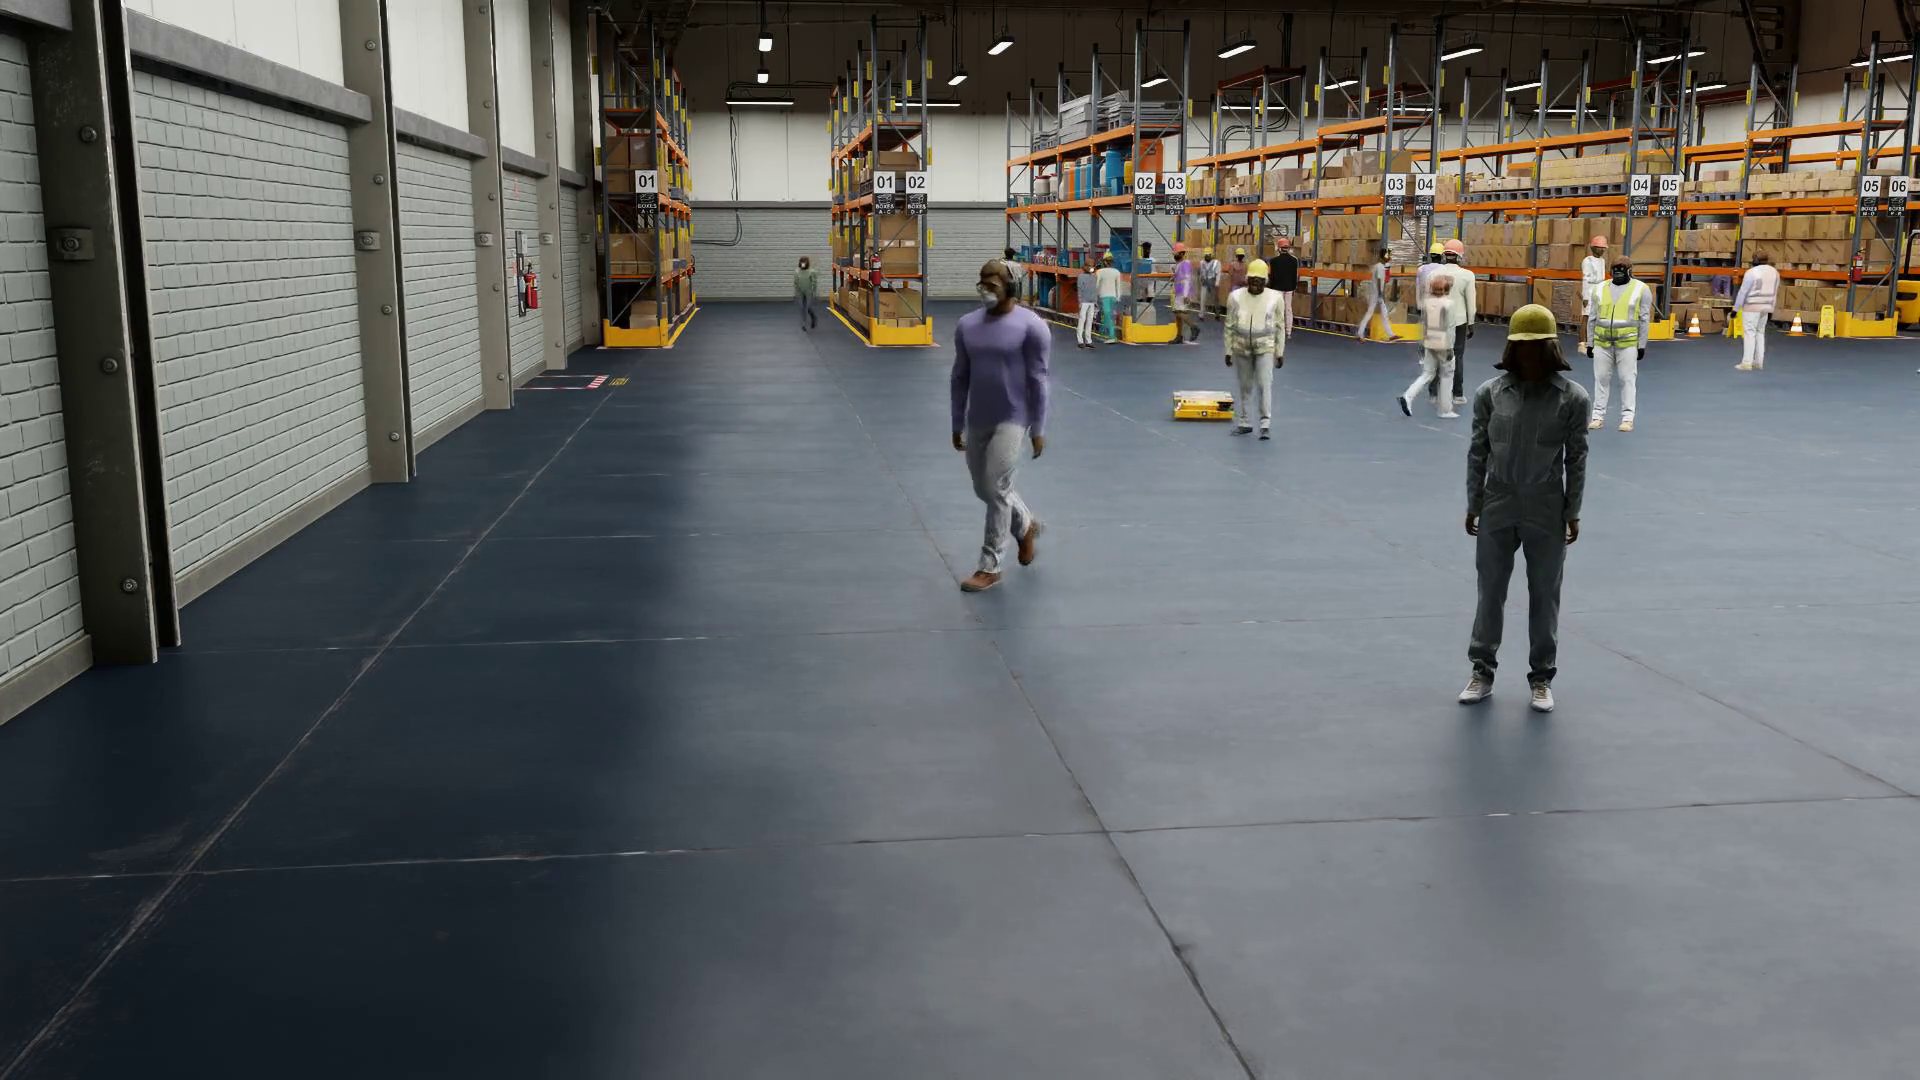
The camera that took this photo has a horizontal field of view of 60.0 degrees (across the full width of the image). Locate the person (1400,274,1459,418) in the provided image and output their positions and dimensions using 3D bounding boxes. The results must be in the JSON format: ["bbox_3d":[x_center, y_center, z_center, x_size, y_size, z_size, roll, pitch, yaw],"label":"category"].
[{"bbox_3d":[5.281,-2.148,18.530,0.677,1.620,0.521,-5,11,-25],"label":"person"}]

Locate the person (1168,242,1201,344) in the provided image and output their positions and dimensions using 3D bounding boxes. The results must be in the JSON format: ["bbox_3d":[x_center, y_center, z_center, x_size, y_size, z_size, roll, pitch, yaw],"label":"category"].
[{"bbox_3d":[4.215,-4.646,31.395,0.524,1.920,0.571,-3,11,-15],"label":"person"}]

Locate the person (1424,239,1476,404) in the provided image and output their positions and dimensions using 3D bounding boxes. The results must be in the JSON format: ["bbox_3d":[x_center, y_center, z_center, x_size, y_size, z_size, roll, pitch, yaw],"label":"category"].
[{"bbox_3d":[5.955,-2.647,20.229,0.622,1.994,0.381,5,12,27],"label":"person"}]

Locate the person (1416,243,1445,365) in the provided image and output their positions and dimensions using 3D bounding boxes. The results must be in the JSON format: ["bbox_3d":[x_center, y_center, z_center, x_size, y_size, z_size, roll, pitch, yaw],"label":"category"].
[{"bbox_3d":[7.475,-3.708,26.233,0.588,1.927,0.370,9,13,40],"label":"person"}]

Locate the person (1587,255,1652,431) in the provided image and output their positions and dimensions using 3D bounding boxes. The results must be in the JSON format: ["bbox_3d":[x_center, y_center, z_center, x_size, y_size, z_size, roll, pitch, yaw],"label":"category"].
[{"bbox_3d":[6.892,-2.060,17.464,0.630,1.835,0.429,8,13,37],"label":"person"}]

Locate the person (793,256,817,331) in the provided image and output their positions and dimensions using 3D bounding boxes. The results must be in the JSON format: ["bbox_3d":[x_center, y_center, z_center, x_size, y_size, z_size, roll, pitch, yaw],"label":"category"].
[{"bbox_3d":[-3.351,-5.317,35.898,0.501,1.624,0.351,3,11,15],"label":"person"}]

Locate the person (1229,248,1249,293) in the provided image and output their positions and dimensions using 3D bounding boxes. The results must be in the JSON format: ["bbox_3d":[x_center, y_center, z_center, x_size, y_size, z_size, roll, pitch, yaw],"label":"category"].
[{"bbox_3d":[6.555,-5.968,39.062,0.523,1.769,0.313,-3,11,-15],"label":"person"}]

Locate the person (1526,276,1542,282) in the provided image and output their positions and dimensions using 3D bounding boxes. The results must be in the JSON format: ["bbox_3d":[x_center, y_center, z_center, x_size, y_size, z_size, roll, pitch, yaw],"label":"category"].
[{"bbox_3d":[15.970,-7.354,46.201,0.550,1.933,0.370,-4,11,-19],"label":"person"}]

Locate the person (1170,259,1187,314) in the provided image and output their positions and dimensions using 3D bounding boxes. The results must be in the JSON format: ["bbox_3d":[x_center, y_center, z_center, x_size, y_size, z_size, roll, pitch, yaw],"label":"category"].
[{"bbox_3d":[5.784,-6.780,43.882,0.498,1.633,0.285,4,11,22],"label":"person"}]

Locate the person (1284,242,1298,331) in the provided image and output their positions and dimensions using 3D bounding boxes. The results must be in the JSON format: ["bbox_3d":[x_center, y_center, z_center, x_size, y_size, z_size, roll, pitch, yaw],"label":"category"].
[{"bbox_3d":[7.051,-5.483,35.973,0.627,1.933,0.370,-6,12,-31],"label":"person"}]

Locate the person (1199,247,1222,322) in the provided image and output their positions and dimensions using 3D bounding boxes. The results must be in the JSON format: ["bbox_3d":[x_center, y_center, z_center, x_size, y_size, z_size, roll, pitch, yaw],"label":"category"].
[{"bbox_3d":[6.003,-6.121,39.857,0.580,1.796,0.927,5,11,25],"label":"person"}]

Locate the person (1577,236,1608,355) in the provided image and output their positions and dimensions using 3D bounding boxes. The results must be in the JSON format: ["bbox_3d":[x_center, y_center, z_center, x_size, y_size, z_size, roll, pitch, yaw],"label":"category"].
[{"bbox_3d":[10.966,-4.223,28.744,0.610,2.040,0.394,-9,14,-41],"label":"person"}]

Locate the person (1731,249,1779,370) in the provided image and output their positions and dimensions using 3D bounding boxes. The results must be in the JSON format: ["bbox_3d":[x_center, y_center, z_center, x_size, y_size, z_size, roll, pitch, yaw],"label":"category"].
[{"bbox_3d":[12.126,-3.499,25.353,0.643,1.836,0.442,-4,11,-23],"label":"person"}]

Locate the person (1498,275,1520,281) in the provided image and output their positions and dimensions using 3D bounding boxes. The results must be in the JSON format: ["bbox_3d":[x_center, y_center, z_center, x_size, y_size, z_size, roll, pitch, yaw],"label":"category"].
[{"bbox_3d":[13.871,-6.578,42.047,0.549,1.906,0.552,-3,11,-16],"label":"person"}]

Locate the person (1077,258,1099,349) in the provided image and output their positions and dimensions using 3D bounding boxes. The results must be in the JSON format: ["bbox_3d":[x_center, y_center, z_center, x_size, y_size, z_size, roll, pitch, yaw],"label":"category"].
[{"bbox_3d":[2.330,-4.308,30.325,0.498,1.633,0.283,-9,14,-42],"label":"person"}]

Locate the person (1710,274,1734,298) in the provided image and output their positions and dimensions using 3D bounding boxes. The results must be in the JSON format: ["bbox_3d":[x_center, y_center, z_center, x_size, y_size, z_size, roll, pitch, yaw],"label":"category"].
[{"bbox_3d":[20.846,-7.208,45.479,0.651,1.906,0.403,2,11,12],"label":"person"}]

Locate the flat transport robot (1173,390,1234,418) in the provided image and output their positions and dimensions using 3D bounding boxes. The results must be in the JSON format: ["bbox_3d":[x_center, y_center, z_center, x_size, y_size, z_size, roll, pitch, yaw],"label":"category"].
[{"bbox_3d":[2.771,-1.562,19.013,0.652,0.197,1.431,1,10,6],"label":"flat transport robot"}]

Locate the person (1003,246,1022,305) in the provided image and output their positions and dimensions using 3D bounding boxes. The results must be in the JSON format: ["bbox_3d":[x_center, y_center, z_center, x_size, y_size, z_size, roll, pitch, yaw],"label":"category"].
[{"bbox_3d":[0.947,-4.647,31.604,0.535,1.852,0.649,-2,11,-12],"label":"person"}]

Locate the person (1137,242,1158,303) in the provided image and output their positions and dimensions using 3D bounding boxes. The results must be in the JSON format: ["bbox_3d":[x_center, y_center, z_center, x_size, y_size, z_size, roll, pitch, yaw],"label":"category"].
[{"bbox_3d":[4.247,-5.904,38.317,0.617,1.931,1.001,-2,10,-8],"label":"person"}]

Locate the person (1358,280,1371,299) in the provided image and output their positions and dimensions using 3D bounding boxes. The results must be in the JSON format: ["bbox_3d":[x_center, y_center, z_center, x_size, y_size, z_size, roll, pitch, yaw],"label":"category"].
[{"bbox_3d":[11.064,-7.011,45.200,0.545,1.598,0.806,-1,10,-3],"label":"person"}]

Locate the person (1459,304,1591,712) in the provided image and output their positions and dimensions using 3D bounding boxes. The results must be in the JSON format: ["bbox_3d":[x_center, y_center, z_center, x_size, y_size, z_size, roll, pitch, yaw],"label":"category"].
[{"bbox_3d":[2.416,-0.133,7.142,0.492,1.743,0.295,5,11,25],"label":"person"}]

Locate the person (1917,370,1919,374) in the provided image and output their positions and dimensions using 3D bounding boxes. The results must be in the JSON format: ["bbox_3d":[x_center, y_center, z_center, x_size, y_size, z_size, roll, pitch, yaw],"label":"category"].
[{"bbox_3d":[14.420,-3.328,24.429,0.504,1.832,0.453,-5,12,-27],"label":"person"}]

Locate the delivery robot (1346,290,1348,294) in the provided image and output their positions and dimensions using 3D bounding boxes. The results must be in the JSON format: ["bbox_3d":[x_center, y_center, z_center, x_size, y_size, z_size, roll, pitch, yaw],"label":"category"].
[{"bbox_3d":[11.914,-7.370,49.814,0.707,0.478,0.477,10,14,43],"label":"delivery robot"}]

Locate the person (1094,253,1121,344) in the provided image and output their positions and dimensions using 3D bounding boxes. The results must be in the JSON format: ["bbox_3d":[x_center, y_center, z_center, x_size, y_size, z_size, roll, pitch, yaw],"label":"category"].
[{"bbox_3d":[2.758,-4.606,31.735,0.543,1.704,0.905,-7,12,-33],"label":"person"}]

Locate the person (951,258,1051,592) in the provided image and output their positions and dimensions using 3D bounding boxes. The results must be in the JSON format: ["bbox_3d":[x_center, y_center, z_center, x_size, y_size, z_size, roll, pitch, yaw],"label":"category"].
[{"bbox_3d":[0.263,-0.690,9.756,0.640,1.913,0.864,7,13,34],"label":"person"}]

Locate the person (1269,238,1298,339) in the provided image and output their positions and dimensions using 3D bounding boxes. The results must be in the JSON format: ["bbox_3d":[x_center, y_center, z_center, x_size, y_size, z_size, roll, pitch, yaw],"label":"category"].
[{"bbox_3d":[6.423,-5.000,33.128,0.622,1.994,0.381,-4,11,-21],"label":"person"}]

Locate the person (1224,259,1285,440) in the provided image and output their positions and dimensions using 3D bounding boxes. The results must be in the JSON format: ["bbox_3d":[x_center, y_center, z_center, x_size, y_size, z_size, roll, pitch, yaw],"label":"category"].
[{"bbox_3d":[2.966,-1.917,16.794,0.607,1.800,0.604,4,11,22],"label":"person"}]

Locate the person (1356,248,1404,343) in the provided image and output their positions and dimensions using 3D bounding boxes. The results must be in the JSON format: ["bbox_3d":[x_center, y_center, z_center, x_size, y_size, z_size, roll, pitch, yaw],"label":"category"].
[{"bbox_3d":[8.070,-4.686,31.939,0.884,1.804,0.607,4,11,19],"label":"person"}]
